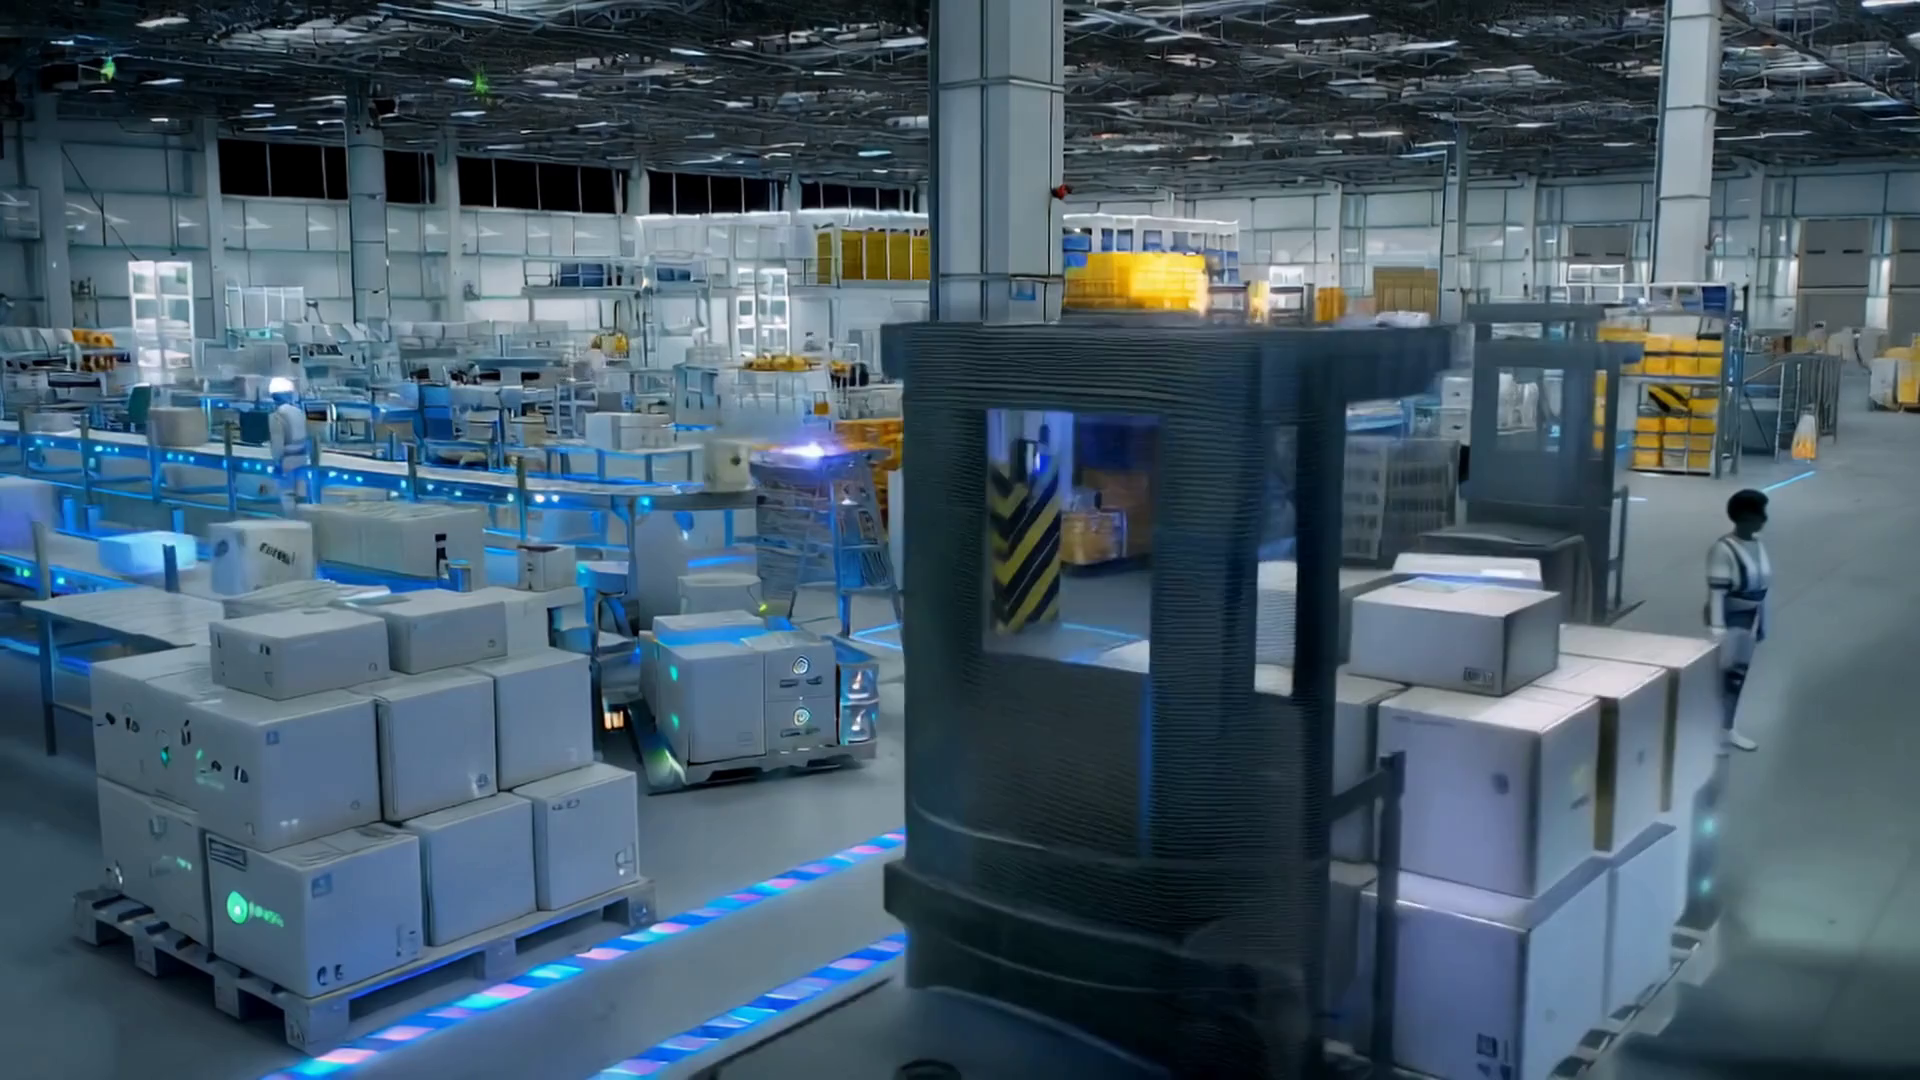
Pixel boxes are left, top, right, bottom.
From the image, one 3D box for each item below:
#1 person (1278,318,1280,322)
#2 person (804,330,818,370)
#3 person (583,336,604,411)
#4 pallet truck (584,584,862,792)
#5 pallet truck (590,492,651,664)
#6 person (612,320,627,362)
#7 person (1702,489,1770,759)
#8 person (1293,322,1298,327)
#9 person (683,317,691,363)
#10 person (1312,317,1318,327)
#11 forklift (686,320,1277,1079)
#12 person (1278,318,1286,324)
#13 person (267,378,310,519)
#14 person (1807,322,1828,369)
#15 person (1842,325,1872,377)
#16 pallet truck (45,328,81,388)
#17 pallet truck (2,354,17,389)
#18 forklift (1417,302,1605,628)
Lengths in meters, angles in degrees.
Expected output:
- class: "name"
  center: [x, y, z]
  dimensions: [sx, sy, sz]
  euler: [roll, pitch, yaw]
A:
- class: "person"
  center: [15.297, -9.920, 80.676]
  dimensions: [0.916, 1.723, 0.538]
  euler: [-1, 8, -6]
- class: "person"
  center: [-4.749, -5.751, 52.564]
  dimensions: [0.532, 1.724, 0.900]
  euler: [-7, 11, -40]
- class: "person"
  center: [-8.908, -4.011, 40.376]
  dimensions: [0.561, 1.855, 0.400]
  euler: [-7, 11, -38]
- class: "pallet truck"
  center: [-1.426, 0.805, 10.019]
  dimensions: [1.601, 1.201, 0.680]
  euler: [-4, 9, -26]
- class: "pallet truck"
  center: [-3.115, 0.344, 12.883]
  dimensions: [0.653, 1.274, 1.630]
  euler: [7, 11, 37]
- class: "person"
  center: [-12.989, -7.465, 63.564]
  dimensions: [0.587, 1.882, 0.342]
  euler: [0, 8, 2]
- class: "person"
  center: [4.850, 0.518, 10.414]
  dimensions: [0.533, 1.690, 0.322]
  euler: [-6, 10, -34]
- class: "person"
  center: [11.628, -6.610, 57.816]
  dimensions: [0.640, 1.881, 1.035]
  euler: [6, 10, 35]
- class: "person"
  center: [-11.260, -8.256, 68.741]
  dimensions: [0.356, 1.930, 0.589]
  euler: [0, 8, -3]
- class: "person"
  center: [12.732, -7.033, 60.145]
  dimensions: [0.533, 2.030, 0.640]
  euler: [2, 9, 15]
- class: "forklift"
  center: [0.257, 0.853, 4.149]
  dimensions: [1.129, 2.768, 1.873]
  euler: [7, 11, 37]
- class: "person"
  center: [15.402, -9.830, 79.709]
  dimensions: [0.490, 1.825, 0.643]
  euler: [0, 8, 0]
- class: "person"
  center: [-7.616, -0.863, 18.844]
  dimensions: [0.404, 1.945, 0.615]
  euler: [2, 9, 10]
- class: "person"
  center: [32.956, -7.458, 63.833]
  dimensions: [0.644, 1.803, 0.952]
  euler: [-5, 10, -29]
- class: "person"
  center: [31.116, -6.556, 57.640]
  dimensions: [0.896, 1.831, 0.539]
  euler: [3, 9, 19]
- class: "pallet truck"
  center: [-23.775, -4.544, 43.495]
  dimensions: [1.885, 1.965, 0.823]
  euler: [6, 10, 35]
- class: "pallet truck"
  center: [-24.881, -4.417, 42.634]
  dimensions: [1.885, 1.965, 0.823]
  euler: [8, 11, 41]
- class: "forklift"
  center: [4.379, -0.438, 12.852]
  dimensions: [1.129, 2.768, 1.873]
  euler: [7, 11, 37]
